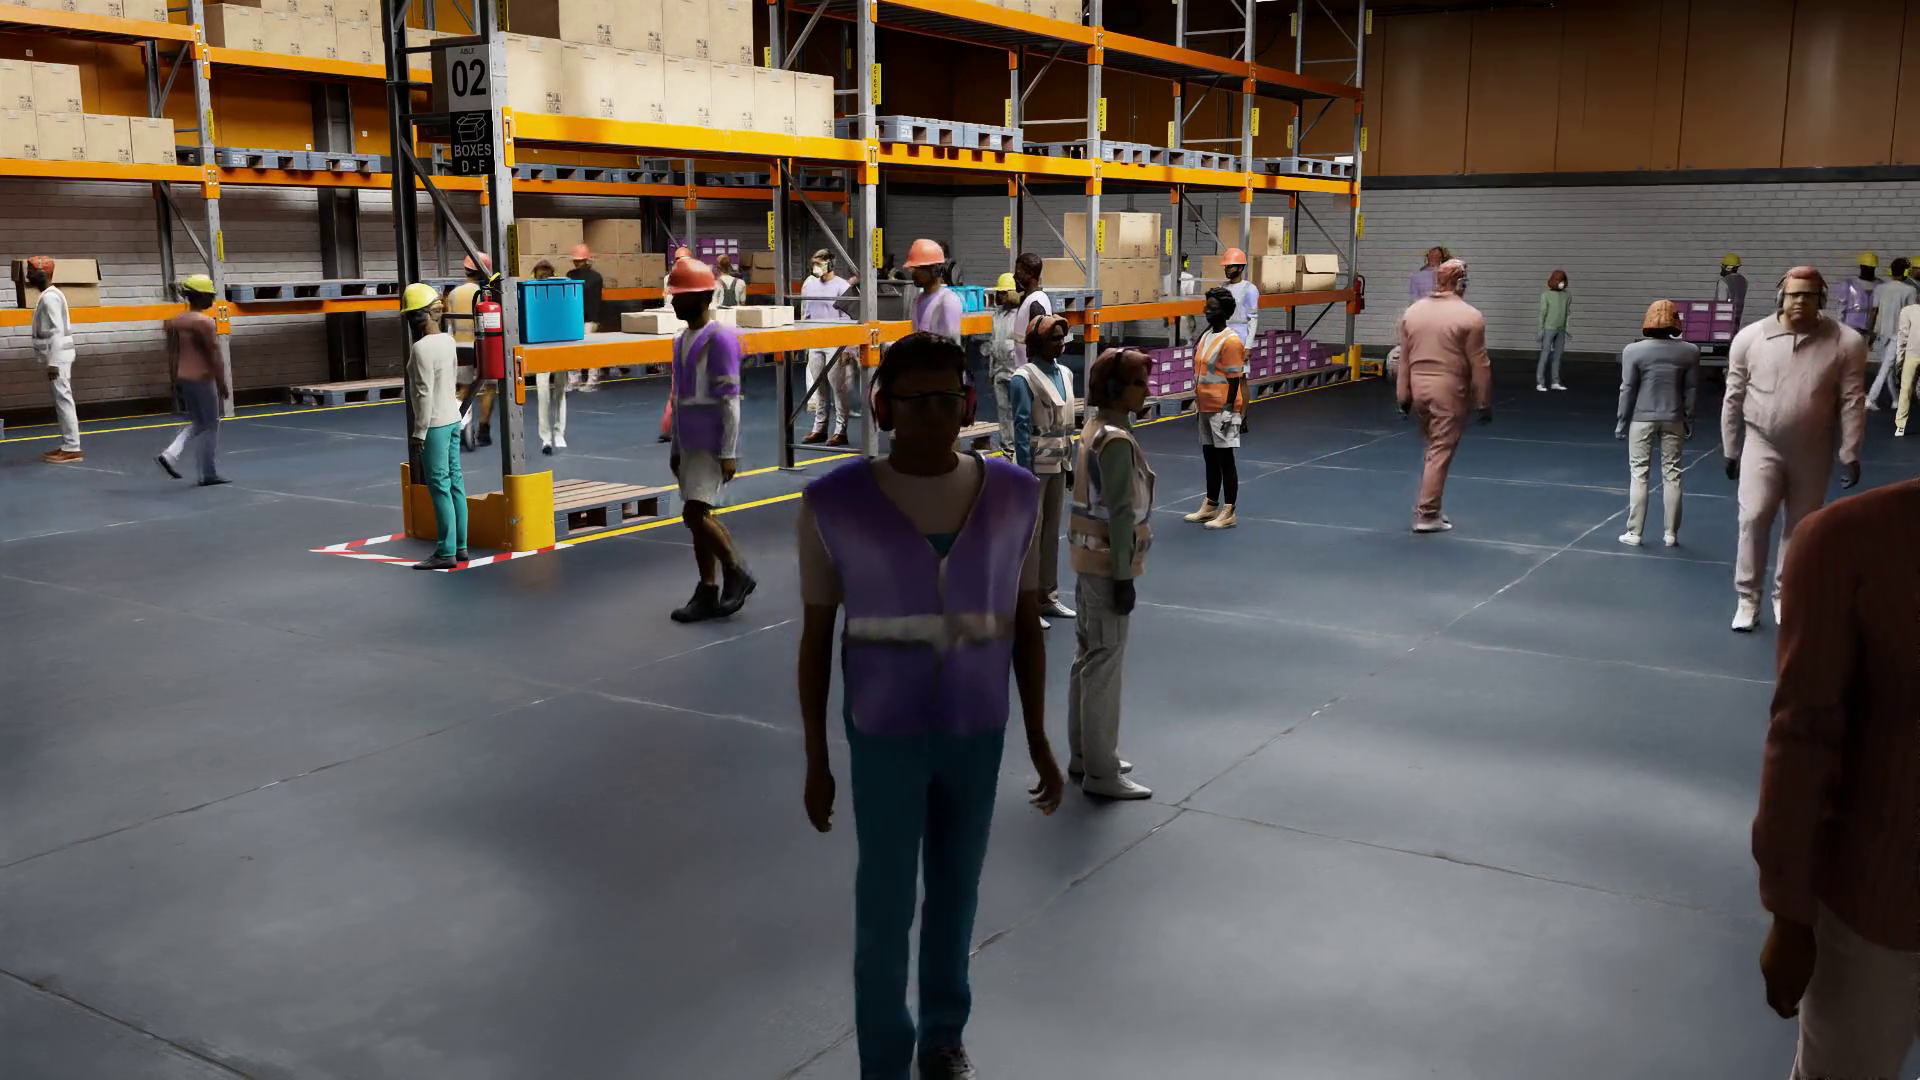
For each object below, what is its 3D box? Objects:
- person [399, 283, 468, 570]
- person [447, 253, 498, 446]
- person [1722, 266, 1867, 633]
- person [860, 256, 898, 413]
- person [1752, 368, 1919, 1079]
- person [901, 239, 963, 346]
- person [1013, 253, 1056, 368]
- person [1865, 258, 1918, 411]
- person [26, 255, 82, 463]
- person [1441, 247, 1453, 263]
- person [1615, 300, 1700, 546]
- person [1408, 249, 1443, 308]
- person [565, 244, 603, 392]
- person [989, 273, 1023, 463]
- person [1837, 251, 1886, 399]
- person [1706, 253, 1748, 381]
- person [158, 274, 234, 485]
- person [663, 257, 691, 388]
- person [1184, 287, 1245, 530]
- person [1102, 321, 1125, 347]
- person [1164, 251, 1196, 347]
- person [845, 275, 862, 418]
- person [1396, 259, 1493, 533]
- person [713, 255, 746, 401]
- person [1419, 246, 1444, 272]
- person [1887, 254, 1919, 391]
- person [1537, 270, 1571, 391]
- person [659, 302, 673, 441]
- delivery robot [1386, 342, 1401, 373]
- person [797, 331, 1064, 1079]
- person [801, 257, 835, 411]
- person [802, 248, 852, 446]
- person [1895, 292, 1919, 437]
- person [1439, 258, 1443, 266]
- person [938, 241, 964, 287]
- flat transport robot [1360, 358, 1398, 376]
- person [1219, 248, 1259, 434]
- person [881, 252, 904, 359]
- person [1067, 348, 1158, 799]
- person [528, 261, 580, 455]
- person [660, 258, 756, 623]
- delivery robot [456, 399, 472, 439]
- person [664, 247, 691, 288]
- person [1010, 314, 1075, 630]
[{"bbox_3d":[-3.257,-0.696,10.273,0.324,1.760,0.523,1,10,3],"label":"person"},{"bbox_3d":[-4.758,-1.863,16.350,0.567,1.897,0.491,4,11,23],"label":"person"},{"bbox_3d":[4.268,-0.449,8.542,0.662,1.881,0.744,4,11,23],"label":"person"},{"bbox_3d":[-0.925,-2.388,19.415,0.634,1.841,0.429,1,10,7],"label":"person"},{"bbox_3d":[1.559,0.568,2.610,0.614,1.993,0.395,-1,10,-4],"label":"person"},{"bbox_3d":[-0.208,-1.118,11.866,0.428,2.028,0.617,-6,12,-32],"label":"person"},{"bbox_3d":[0.590,-1.364,13.526,0.378,1.917,0.597,-1,10,-4],"label":"person"},{"bbox_3d":[11.099,-2.434,19.759,0.998,1.817,0.537,-6,12,-29],"label":"person"},{"bbox_3d":[-8.255,-1.640,15.165,0.337,1.876,0.584,-5,12,-27],"label":"person"},{"bbox_3d":[7.689,-3.768,26.880,0.474,1.912,0.583,-1,10,-4],"label":"person"},{"bbox_3d":[4.613,-0.771,11.029,0.506,1.631,0.281,1,10,6],"label":"person"},{"bbox_3d":[6.256,-2.907,22.112,0.641,1.908,0.408,-1,10,-4],"label":"person"},{"bbox_3d":[-5.010,-2.911,21.968,0.632,1.961,0.658,5,11,26],"label":"person"},{"bbox_3d":[0.440,-1.474,14.644,0.346,1.737,0.486,-10,14,-44],"label":"person"},{"bbox_3d":[11.629,-2.798,21.577,0.620,1.877,0.943,-1,10,-6],"label":"person"},{"bbox_3d":[11.023,-3.198,23.914,0.600,1.836,0.404,-7,12,-33],"label":"person"},{"bbox_3d":[-6.298,-1.312,13.712,0.545,1.749,0.483,8,13,38],"label":"person"},{"bbox_3d":[-3.080,-2.275,18.811,0.590,1.833,0.404,9,14,41],"label":"person"},{"bbox_3d":[1.804,-0.926,11.706,0.317,1.700,0.538,-3,11,-17],"label":"person"},{"bbox_3d":[2.902,-4.612,31.467,0.629,1.940,0.379,-1,10,-5],"label":"person"},{"bbox_3d":[3.142,-3.162,23.647,0.548,1.859,0.385,8,13,37],"label":"person"},{"bbox_3d":[-1.076,-2.196,18.934,0.659,1.615,0.545,-4,11,-23],"label":"person"},{"bbox_3d":[3.414,-0.992,11.552,0.646,1.882,0.665,-7,12,-33],"label":"person"},{"bbox_3d":[-2.918,-2.645,20.849,0.506,1.839,0.343,-5,11,-24],"label":"person"},{"bbox_3d":[7.474,-3.672,26.309,0.651,1.914,0.721,-1,10,-6],"label":"person"},{"bbox_3d":[12.753,-2.907,22.320,0.596,1.828,0.403,-6,12,-29],"label":"person"},{"bbox_3d":[8.019,-2.826,22.433,0.506,1.632,0.278,-4,11,-22],"label":"person"},{"bbox_3d":[-2.807,-1.874,16.916,0.542,1.718,0.923,8,13,36],"label":"person"},{"bbox_3d":[6.336,-2.608,23.938,0.477,0.478,0.707,3,11,17],"label":"delivery robot"},{"bbox_3d":[-0.073,0.441,3.778,0.578,1.845,0.428,-4,11,-20],"label":"person"},{"bbox_3d":[-1.668,-2.455,19.787,0.429,1.841,0.634,1,10,5],"label":"person"},{"bbox_3d":[-1.302,-1.899,16.437,0.629,1.940,0.379,9,14,40],"label":"person"},{"bbox_3d":[9.900,-1.862,17.100,0.497,1.629,0.277,5,11,25],"label":"person"},{"bbox_3d":[7.007,-3.317,24.563,0.646,1.853,0.929,-1,10,-8],"label":"person"},{"bbox_3d":[-0.287,-4.068,28.172,0.695,2.000,0.849,-3,11,-19],"label":"person"},{"bbox_3d":[6.091,-2.626,25.085,0.652,0.197,1.431,-8,13,-39],"label":"flat transport robot"},{"bbox_3d":[2.854,-2.076,17.419,0.361,1.938,0.544,-8,13,-37],"label":"person"},{"bbox_3d":[-1.212,-3.972,28.269,0.436,1.816,0.627,-10,14,-42],"label":"person"},{"bbox_3d":[0.550,0.117,6.101,0.314,1.636,0.517,-1,10,-5],"label":"person"},{"bbox_3d":[-3.906,-1.739,15.900,0.535,1.819,1.003,-2,11,-13],"label":"person"},{"bbox_3d":[-1.379,-0.509,8.759,0.394,1.927,0.565,-8,13,-37],"label":"person"},{"bbox_3d":[-4.934,-1.190,16.083,0.477,0.478,0.707,-2,10,-9],"label":"delivery robot"},{"bbox_3d":[-3.696,-2.969,22.396,0.542,1.928,0.376,-1,10,-5],"label":"person"},{"bbox_3d":[0.439,-0.364,8.760,0.309,1.641,0.515,7,12,33],"label":"person"}]
